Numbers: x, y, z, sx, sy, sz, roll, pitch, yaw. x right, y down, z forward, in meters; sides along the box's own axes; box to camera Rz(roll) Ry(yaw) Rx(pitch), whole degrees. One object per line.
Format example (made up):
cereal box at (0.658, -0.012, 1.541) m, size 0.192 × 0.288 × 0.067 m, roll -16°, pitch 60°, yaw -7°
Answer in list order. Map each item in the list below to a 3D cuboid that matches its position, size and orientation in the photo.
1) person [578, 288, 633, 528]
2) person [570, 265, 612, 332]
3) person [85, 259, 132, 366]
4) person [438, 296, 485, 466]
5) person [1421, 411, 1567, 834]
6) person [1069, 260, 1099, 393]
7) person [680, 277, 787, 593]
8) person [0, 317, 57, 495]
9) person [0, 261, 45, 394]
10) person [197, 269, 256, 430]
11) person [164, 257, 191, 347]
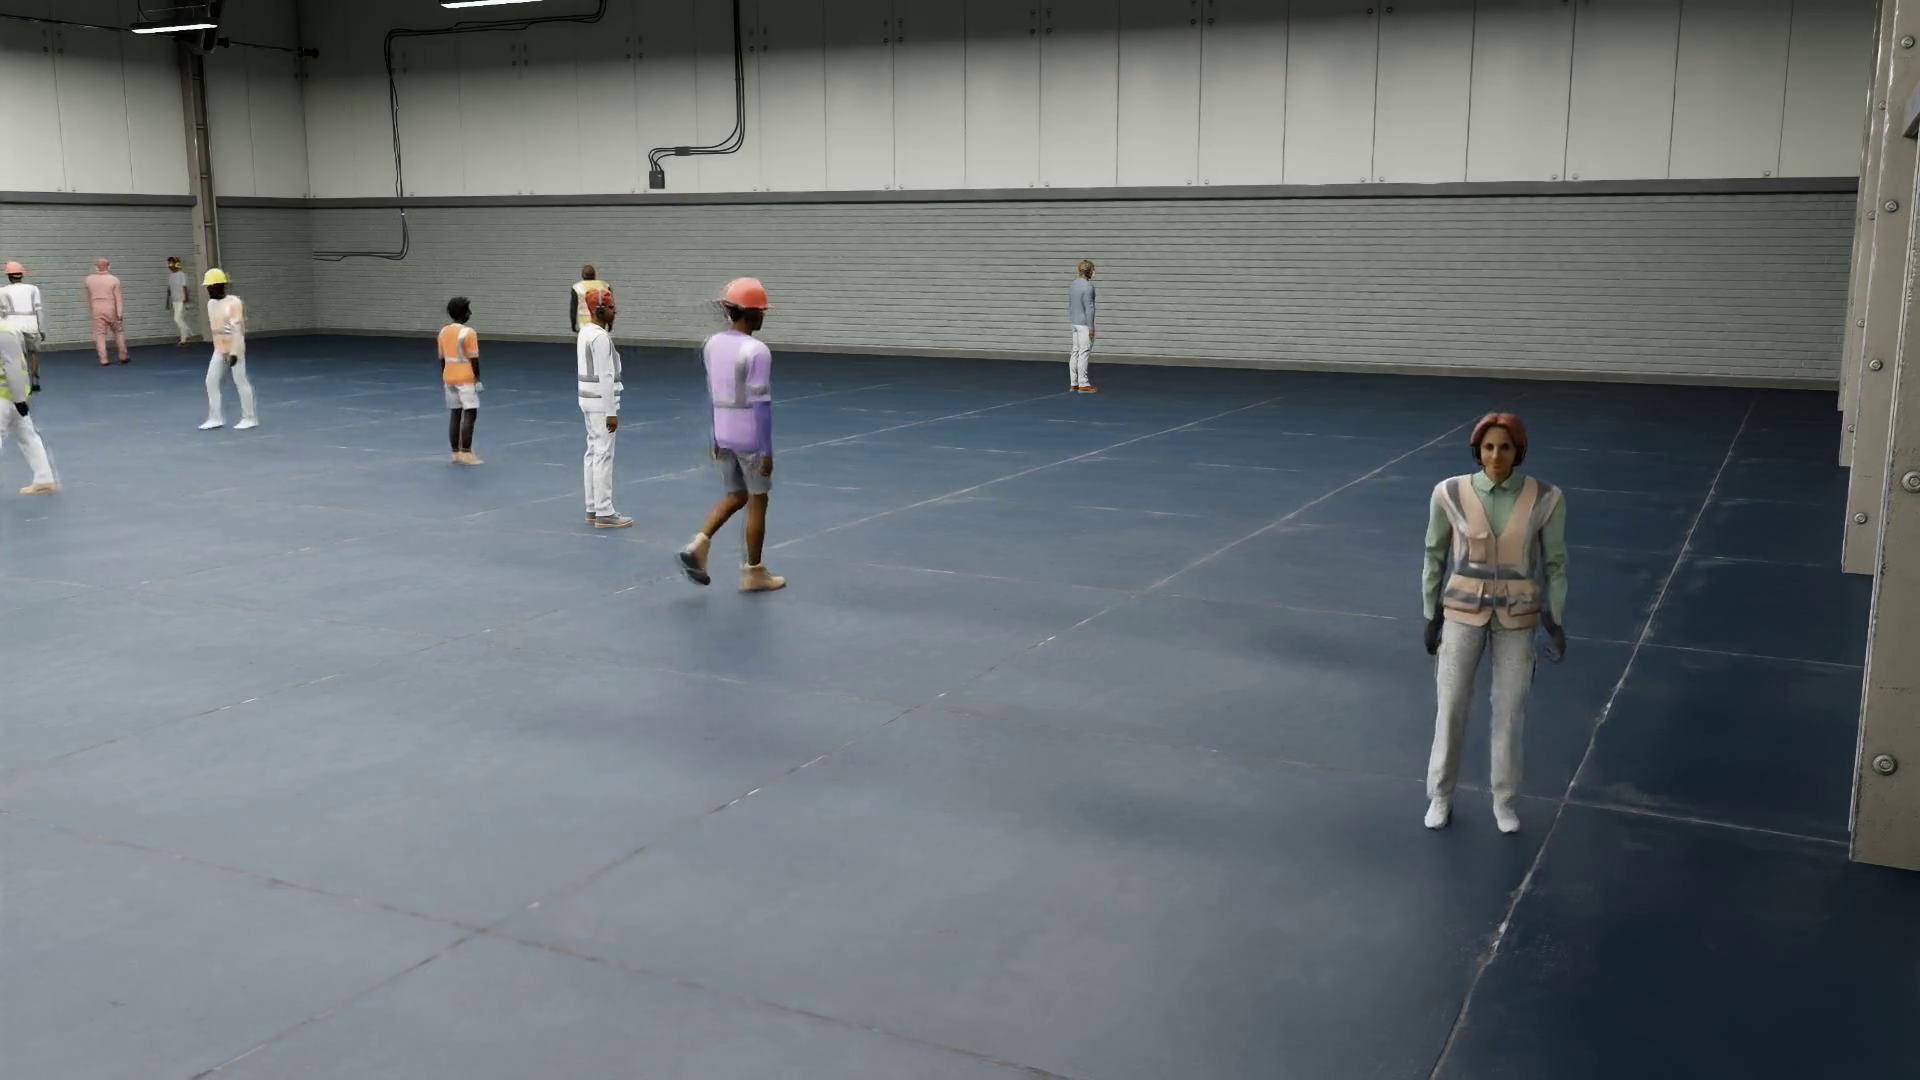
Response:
person at (-2.830, -1.040, 13.144) m, size 0.343 × 1.882 × 0.586 m, roll -5°, pitch 12°, yaw -27°
person at (-5.973, -3.524, 26.869) m, size 0.654 × 1.813 × 0.703 m, roll -4°, pitch 11°, yaw -23°
person at (-15.125, -4.047, 29.595) m, size 0.651 × 1.867 × 0.910 m, roll -1°, pitch 10°, yaw -5°
person at (-4.991, -1.595, 16.682) m, size 0.540 × 1.695 × 0.316 m, roll 8°, pitch 13°, yaw 36°
person at (2.049, 0.315, 6.425) m, size 0.526 × 1.638 × 0.310 m, roll 3°, pitch 11°, yaw 14°
person at (1.807, -3.124, 24.357) m, size 0.353 × 1.937 × 0.635 m, roll -4°, pitch 11°, yaw -20°
person at (-1.431, -0.643, 10.572) m, size 0.622 × 2.030 × 0.613 m, roll -10°, pitch 14°, yaw -44°
person at (-8.466, -1.248, 14.519) m, size 0.967 × 1.789 × 0.633 m, roll -7°, pitch 13°, yaw -34°
person at (-13.577, -3.060, 24.059) m, size 0.570 × 1.916 × 0.440 m, roll -9°, pitch 14°, yaw -41°
person at (-8.687, -2.225, 19.576) m, size 0.610 × 1.899 × 0.770 m, roll 5°, pitch 12°, yaw 27°
person at (-16.181, -4.912, 34.360) m, size 0.534 × 1.853 × 0.459 m, roll 7°, pitch 12°, yaw 32°
